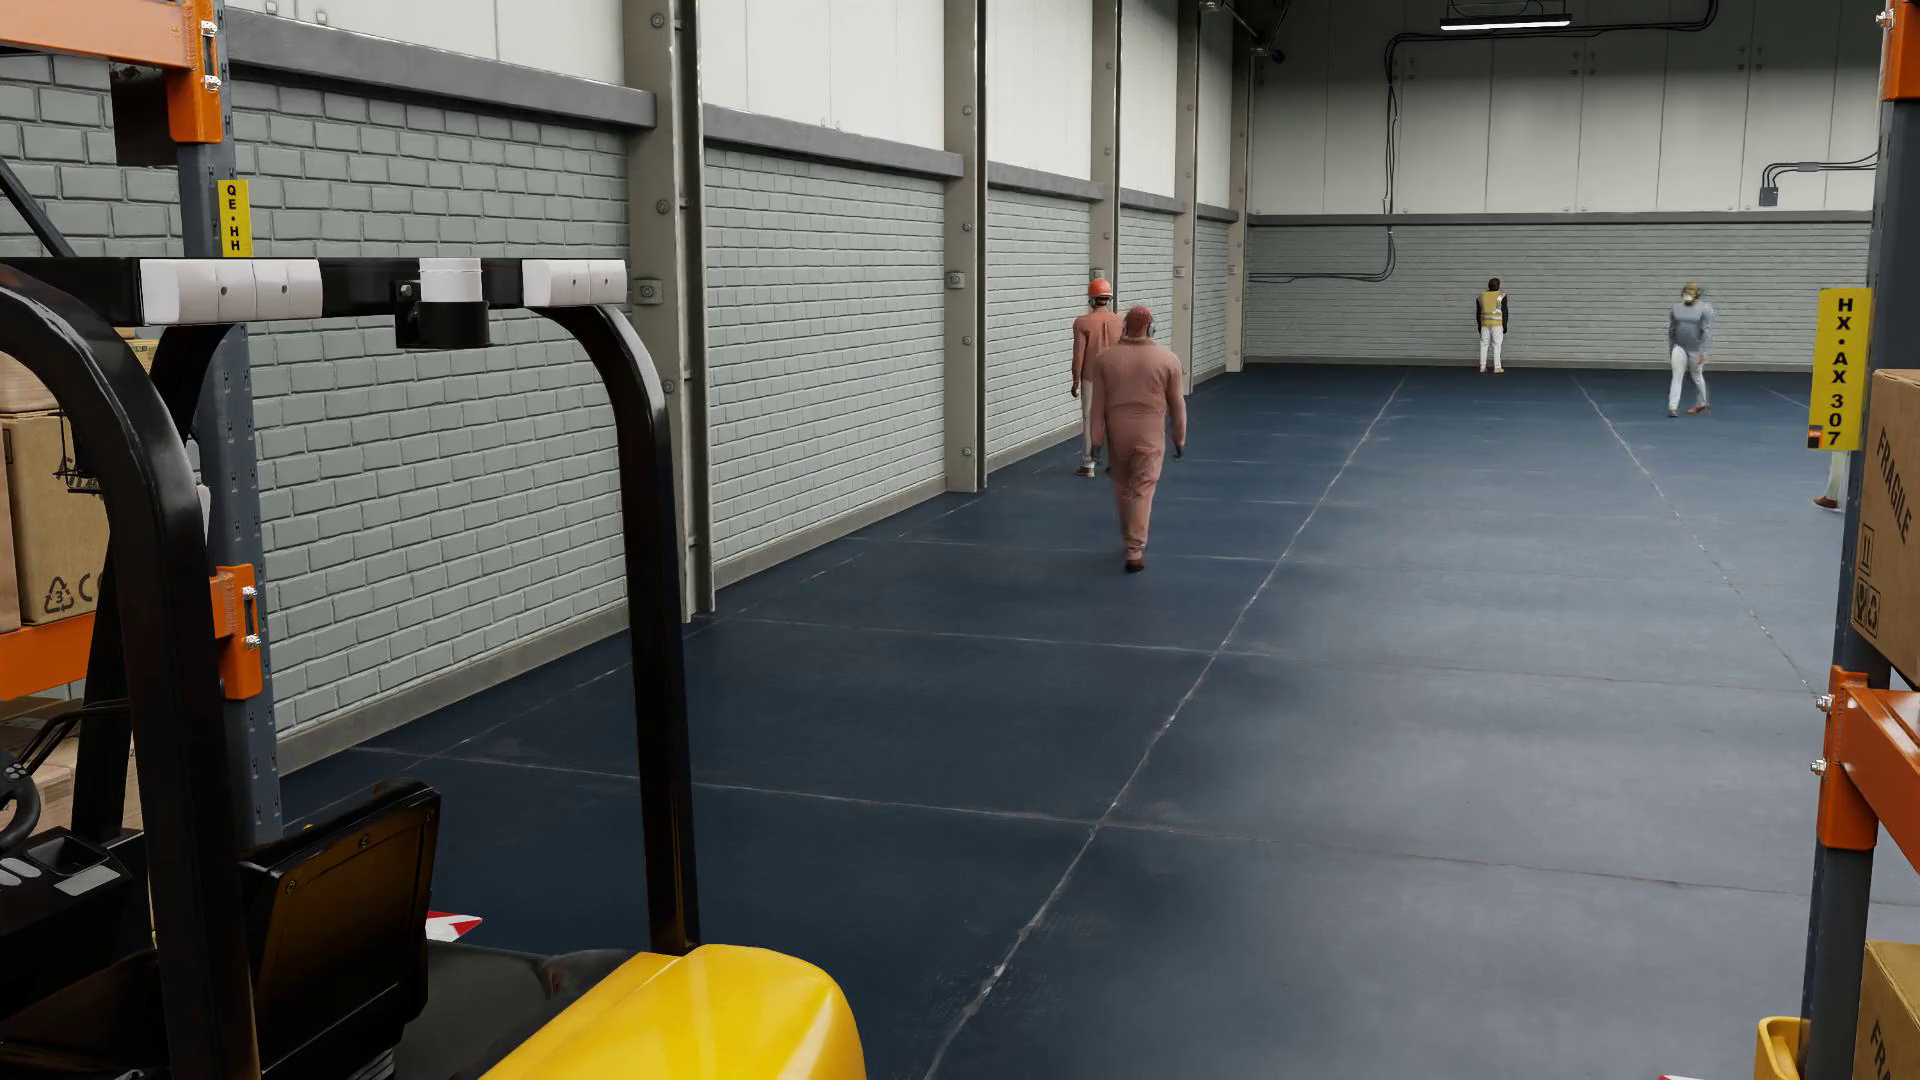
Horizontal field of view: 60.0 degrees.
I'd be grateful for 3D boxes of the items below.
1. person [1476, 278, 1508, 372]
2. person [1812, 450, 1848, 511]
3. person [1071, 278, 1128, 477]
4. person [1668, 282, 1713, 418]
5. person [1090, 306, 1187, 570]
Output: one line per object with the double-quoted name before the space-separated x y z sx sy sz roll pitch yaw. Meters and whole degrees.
"person" 10.402 -4.190 32.487 0.627 1.844 0.429 8 12 39
"person" 7.679 -1.118 14.219 0.527 1.830 0.885 0 10 -2
"person" 1.408 -1.633 16.794 0.614 1.997 0.374 -3 10 -19
"person" 10.211 -2.657 23.249 0.939 1.899 0.631 -9 13 -43
"person" 1.281 -0.737 11.910 0.664 1.851 1.013 3 10 17
